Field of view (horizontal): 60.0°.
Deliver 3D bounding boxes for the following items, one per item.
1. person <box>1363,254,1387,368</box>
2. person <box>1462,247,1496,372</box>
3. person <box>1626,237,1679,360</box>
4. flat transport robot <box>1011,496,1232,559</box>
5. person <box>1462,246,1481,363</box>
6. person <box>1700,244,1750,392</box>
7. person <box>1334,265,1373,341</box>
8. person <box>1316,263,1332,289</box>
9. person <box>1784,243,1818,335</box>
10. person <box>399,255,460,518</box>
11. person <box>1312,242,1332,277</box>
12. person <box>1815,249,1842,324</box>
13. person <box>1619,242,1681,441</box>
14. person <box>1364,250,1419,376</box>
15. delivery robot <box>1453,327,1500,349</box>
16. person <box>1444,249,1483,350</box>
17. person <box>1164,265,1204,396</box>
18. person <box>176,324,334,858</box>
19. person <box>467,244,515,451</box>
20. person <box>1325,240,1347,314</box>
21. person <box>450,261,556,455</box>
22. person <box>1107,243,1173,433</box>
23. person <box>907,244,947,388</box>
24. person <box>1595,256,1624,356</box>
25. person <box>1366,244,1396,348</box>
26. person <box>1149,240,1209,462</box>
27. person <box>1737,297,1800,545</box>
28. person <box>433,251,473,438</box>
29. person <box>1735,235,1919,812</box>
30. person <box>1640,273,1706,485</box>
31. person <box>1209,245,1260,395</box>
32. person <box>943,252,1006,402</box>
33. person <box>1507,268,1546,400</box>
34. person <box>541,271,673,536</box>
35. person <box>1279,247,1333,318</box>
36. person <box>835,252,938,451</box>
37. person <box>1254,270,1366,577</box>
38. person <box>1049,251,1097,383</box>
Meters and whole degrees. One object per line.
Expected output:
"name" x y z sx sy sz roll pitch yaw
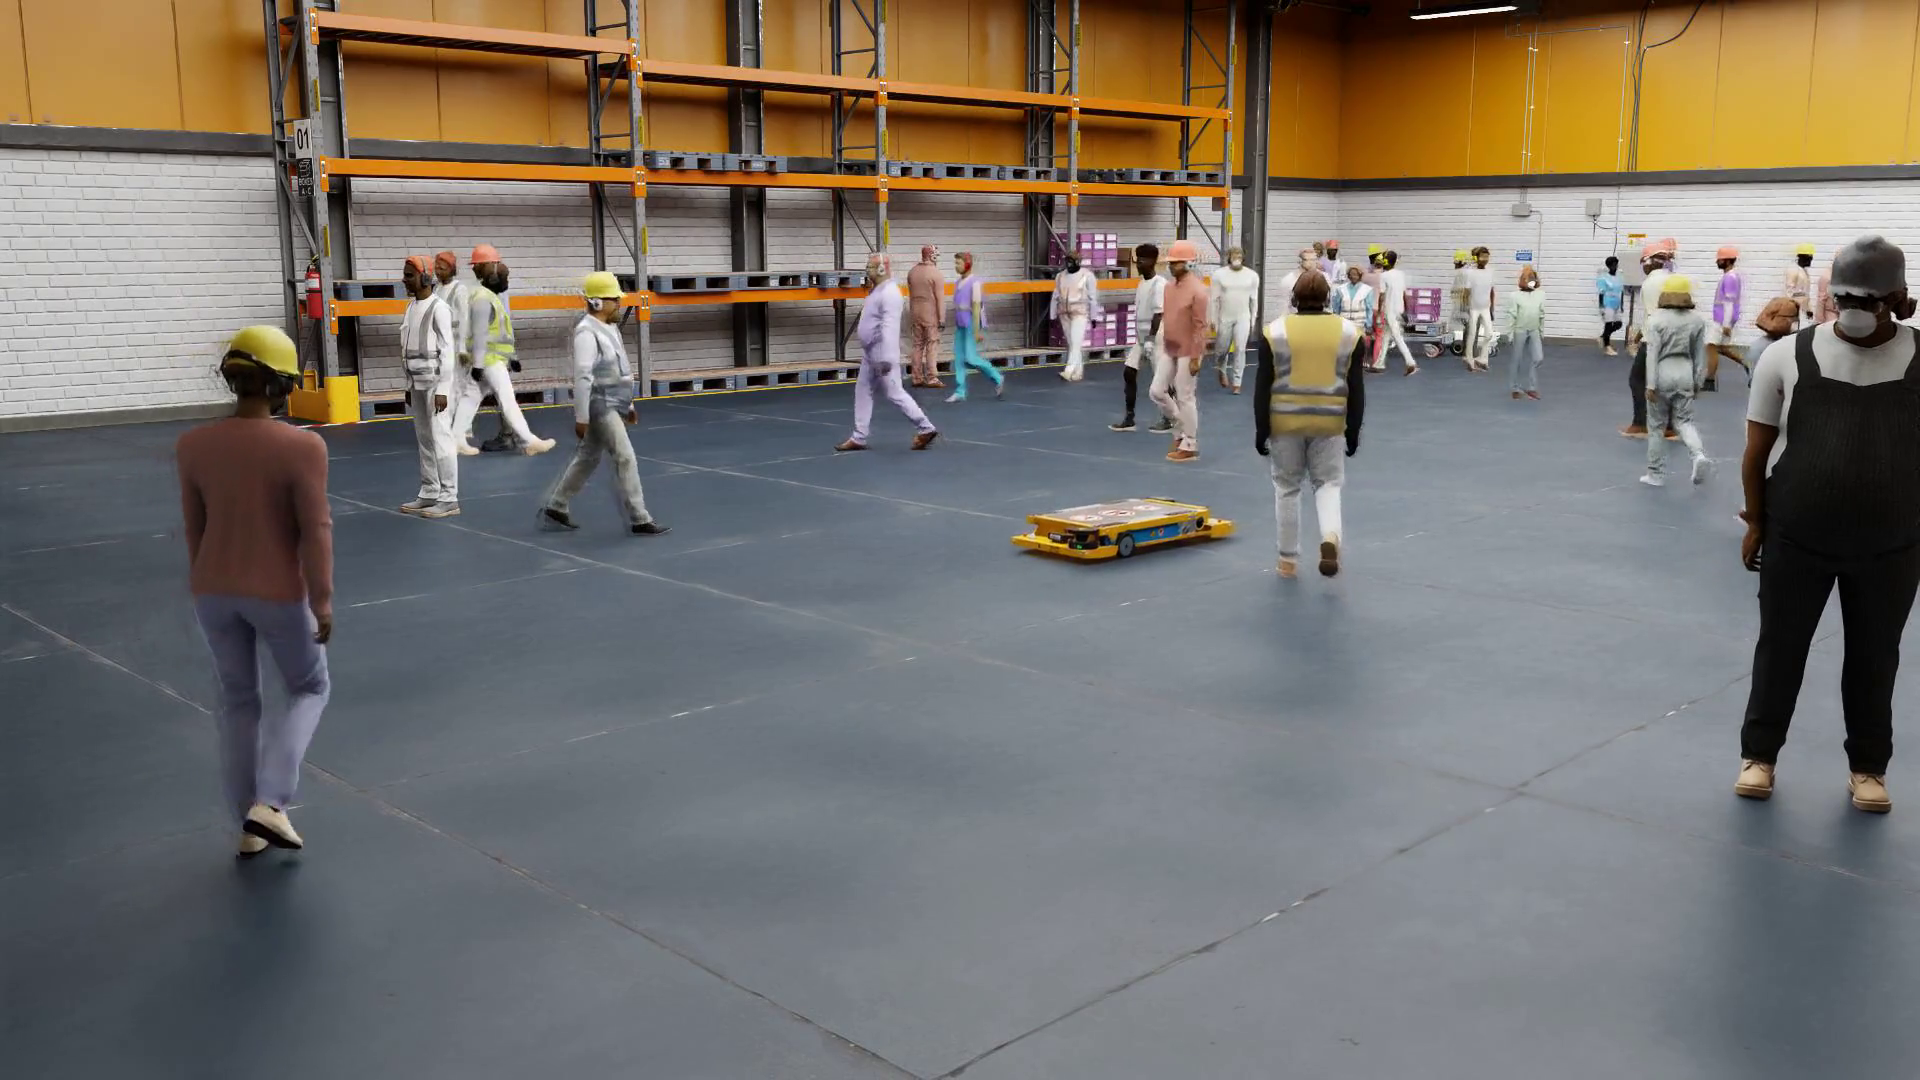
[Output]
"person" 6.379 -3.485 25.361 0.396 1.746 0.541 -9 14 -40
"person" 7.693 -3.384 24.524 0.574 1.843 0.692 -2 11 -9
"person" 11.184 -3.851 26.691 0.614 2.004 1.012 -5 12 -26
"flat transport robot" 1.072 -0.093 10.883 1.431 0.197 0.652 -9 14 -41
"person" 8.224 -3.748 26.513 0.344 1.846 0.502 -1 10 -5
"person" 9.940 -2.852 21.448 0.764 1.918 0.557 6 12 32
"person" 5.226 -2.849 22.224 0.546 1.606 0.744 5 12 26
"person" 5.565 -3.528 25.991 0.499 1.594 0.850 1 10 3
"person" 12.493 -3.454 24.756 0.530 1.909 0.598 8 13 38
"person" -3.848 -1.107 12.012 0.356 1.883 0.574 -10 14 -44
"person" 6.284 -4.272 29.223 0.604 1.905 0.699 -6 12 -31
"person" 11.622 -2.925 21.973 0.653 1.871 0.959 -1 10 -7
"person" 6.909 -1.956 16.453 0.638 1.942 0.720 -8 13 -36
"person" 6.293 -3.275 24.038 0.535 1.820 1.002 -8 13 -36
"delivery robot" 8.658 -3.397 27.868 0.707 0.478 0.477 6 12 30
"person" 8.908 -4.217 29.252 0.840 1.780 0.633 3 11 18
"person" 2.808 -2.775 20.997 0.623 1.932 0.371 -8 13 -39
"person" -2.268 0.178 5.398 0.535 1.742 0.465 1 10 5
"person" -4.405 -1.799 15.637 0.373 1.935 0.552 -2 11 -9
"person" 6.686 -4.444 30.061 0.548 1.937 0.370 4 11 21
"person" -4.288 -1.648 15.270 0.999 1.787 0.637 -2 11 -12
"person" 1.859 -2.038 16.947 0.826 1.935 0.628 -4 11 -22
"person" -0.410 -2.970 22.125 0.640 1.902 0.401 10 14 42
"person" 10.897 -3.934 27.969 0.558 1.677 0.452 -5 12 -26
"person" 7.559 -4.363 29.831 0.971 1.880 0.625 -2 11 -12
"person" 1.962 -1.677 14.861 0.434 1.977 0.636 -5 12 -26
"person" 5.320 -0.767 10.857 0.522 1.629 0.392 -8 13 -36
"person" -5.065 -1.898 16.354 0.478 1.858 0.634 -9 14 -40
"person" 3.112 -0.054 5.839 0.684 2.000 0.535 5 11 24
"person" 5.733 -1.260 13.293 0.488 1.725 0.644 -1 10 -7
"person" 3.519 -2.843 21.417 0.634 1.910 0.797 1 10 5
"person" 0.164 -2.576 20.173 0.698 1.830 0.574 -5 11 -25
"person" 6.970 -2.511 20.393 0.520 1.613 0.565 -1 10 -8
"person" -2.453 -0.915 11.235 0.922 1.794 0.595 0 10 0
"person" 4.060 -2.498 19.573 0.667 1.888 0.486 -2 11 -12
"person" -0.678 -1.760 15.613 0.927 1.875 0.652 -3 11 -17
"person" 2.028 -0.651 9.697 0.631 1.829 0.581 1 10 3
"person" 1.518 -3.082 23.017 0.652 1.795 0.938 7 13 34
